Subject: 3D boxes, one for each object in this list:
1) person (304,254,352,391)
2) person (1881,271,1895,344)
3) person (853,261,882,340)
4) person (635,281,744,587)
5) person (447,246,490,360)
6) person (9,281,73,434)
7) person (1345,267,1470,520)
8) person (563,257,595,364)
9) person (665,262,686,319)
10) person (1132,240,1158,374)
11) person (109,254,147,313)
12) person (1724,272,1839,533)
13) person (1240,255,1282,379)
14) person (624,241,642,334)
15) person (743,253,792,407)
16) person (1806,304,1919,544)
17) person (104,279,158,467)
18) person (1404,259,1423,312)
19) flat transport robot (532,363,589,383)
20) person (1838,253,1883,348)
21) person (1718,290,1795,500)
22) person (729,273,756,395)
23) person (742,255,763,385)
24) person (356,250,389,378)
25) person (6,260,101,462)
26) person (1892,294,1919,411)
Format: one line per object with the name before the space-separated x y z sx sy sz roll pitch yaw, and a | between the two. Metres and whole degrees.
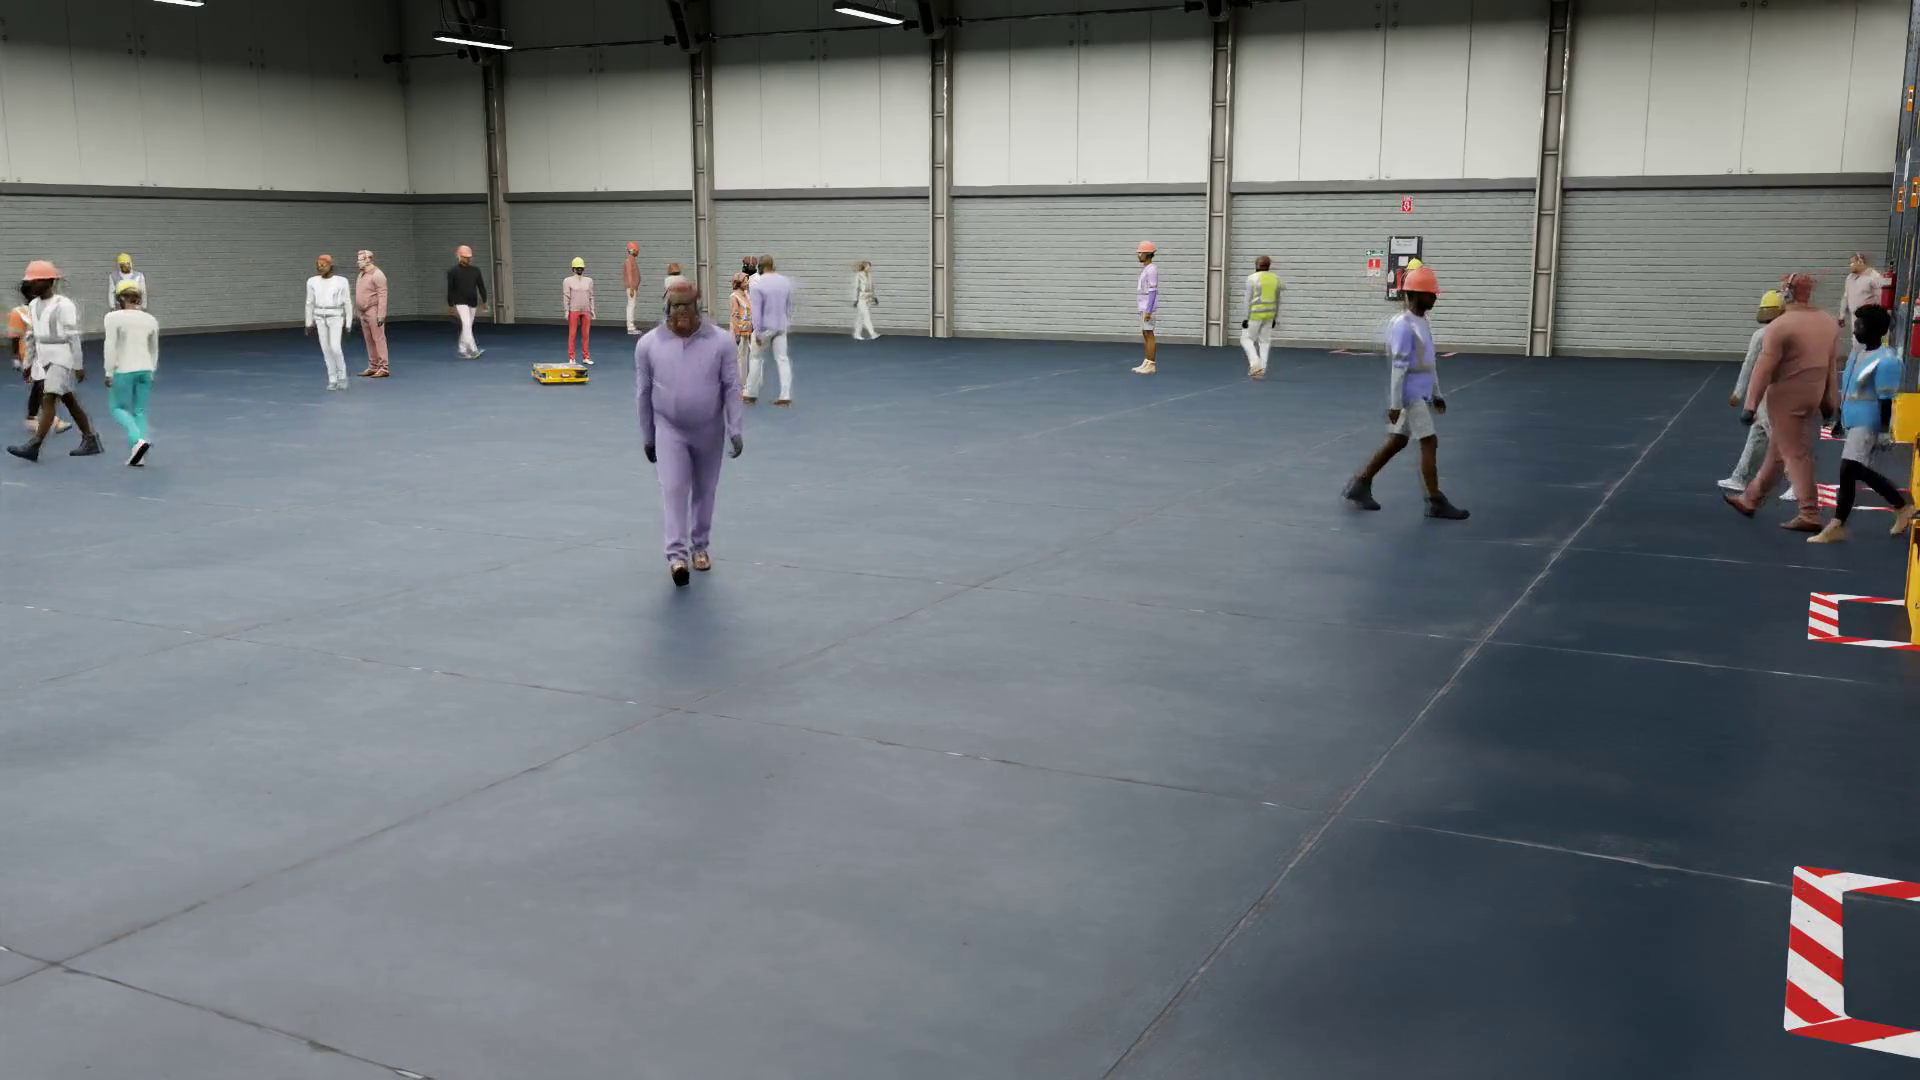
person | -8.669 -2.976 22.828 0.579 1.865 0.432 1 10 5
person | 13.559 -3.092 24.150 0.432 1.607 0.612 1 10 7
person | -1.862 -4.845 33.753 0.853 1.597 0.539 7 12 32
person | -1.659 -0.658 10.263 0.641 1.843 1.031 -3 11 -13
person | -8.422 -4.069 28.609 1.036 1.934 0.613 9 14 40
person | -9.799 -1.954 17.798 0.848 1.649 0.548 4 11 21
person | 3.404 -1.123 12.646 0.963 1.903 0.543 5 12 27
person | -6.266 -3.767 27.423 0.533 1.767 0.324 -8 13 -36
person | -5.514 -4.626 32.547 0.513 1.612 0.747 -9 14 -42
person | 2.864 -3.577 25.625 0.378 2.045 0.605 0 10 -2
person | -14.948 -4.228 29.877 0.600 1.780 0.950 -4 11 -20
person | 6.015 -1.019 12.190 0.683 1.851 0.981 -5 12 -27
person | 4.463 -3.302 24.714 0.661 1.830 0.447 -5 12 -26
person | -7.069 -5.452 35.994 0.400 1.989 0.623 -1 10 -5
person | -2.436 -2.622 20.820 0.656 1.903 0.911 -10 14 -42
person | 6.327 -0.801 11.530 0.789 1.672 0.530 1 10 5
person | -7.629 -1.534 15.346 0.514 1.723 0.576 6 12 31
person | 6.881 -3.373 25.276 0.315 1.769 0.525 9 14 41
flat transport robot | -5.858 -2.451 24.327 0.652 0.197 1.431 -4 11 -20
person | 13.448 -3.334 24.796 0.716 1.865 0.664 -1 10 -7
person | 6.652 -1.190 13.588 0.486 1.690 0.928 -6 12 -28
person | -2.892 -2.706 21.981 0.307 1.641 0.514 2 11 11
person | -2.968 -3.130 23.747 0.429 1.844 0.627 -1 10 -7
person | -8.873 -3.395 25.022 0.645 1.905 0.400 10 14 43
person | -8.683 -1.693 15.789 0.566 1.880 0.995 5 12 27
person | 11.034 -2.193 19.228 0.280 1.624 0.493 -4 11 -22
